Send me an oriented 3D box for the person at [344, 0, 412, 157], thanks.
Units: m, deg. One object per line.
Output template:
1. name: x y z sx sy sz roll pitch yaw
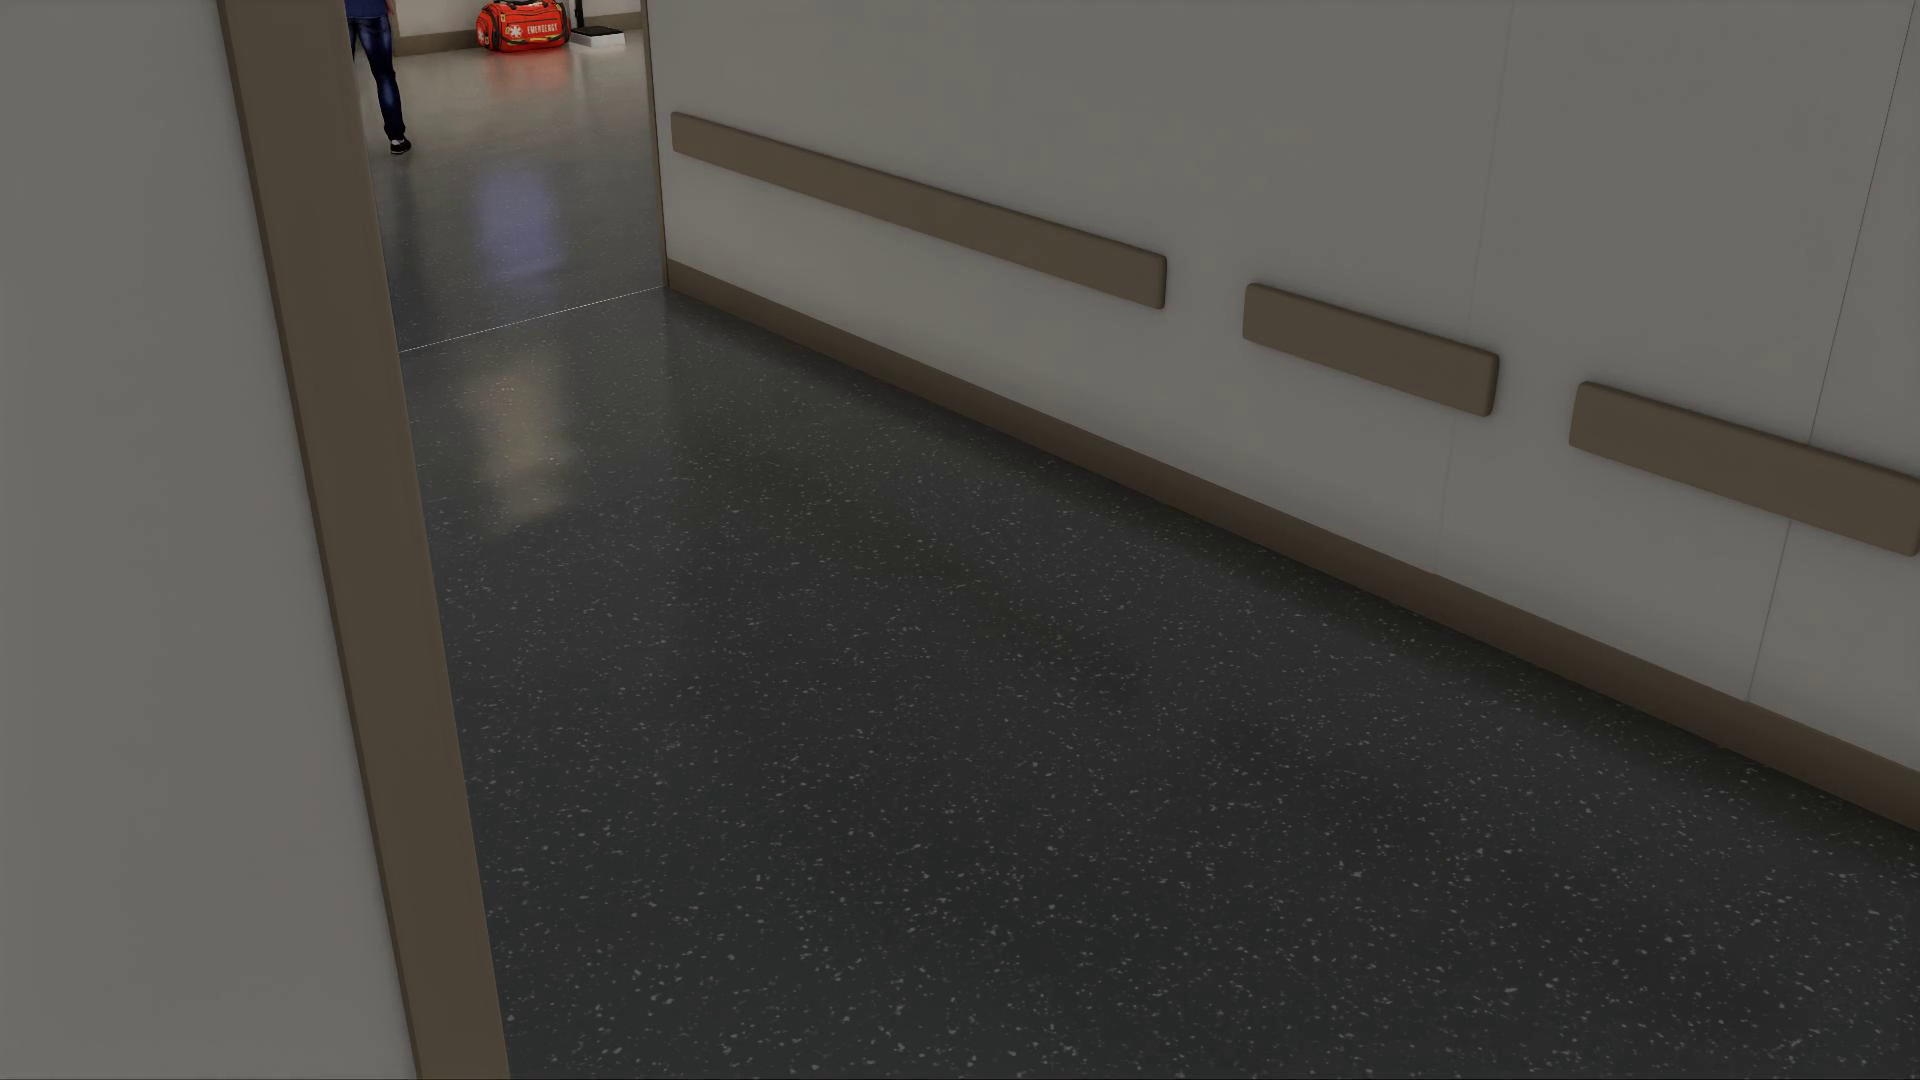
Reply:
1. person: -3.875 -3.380 10.626 0.701 1.826 0.854 -6 26 -13
